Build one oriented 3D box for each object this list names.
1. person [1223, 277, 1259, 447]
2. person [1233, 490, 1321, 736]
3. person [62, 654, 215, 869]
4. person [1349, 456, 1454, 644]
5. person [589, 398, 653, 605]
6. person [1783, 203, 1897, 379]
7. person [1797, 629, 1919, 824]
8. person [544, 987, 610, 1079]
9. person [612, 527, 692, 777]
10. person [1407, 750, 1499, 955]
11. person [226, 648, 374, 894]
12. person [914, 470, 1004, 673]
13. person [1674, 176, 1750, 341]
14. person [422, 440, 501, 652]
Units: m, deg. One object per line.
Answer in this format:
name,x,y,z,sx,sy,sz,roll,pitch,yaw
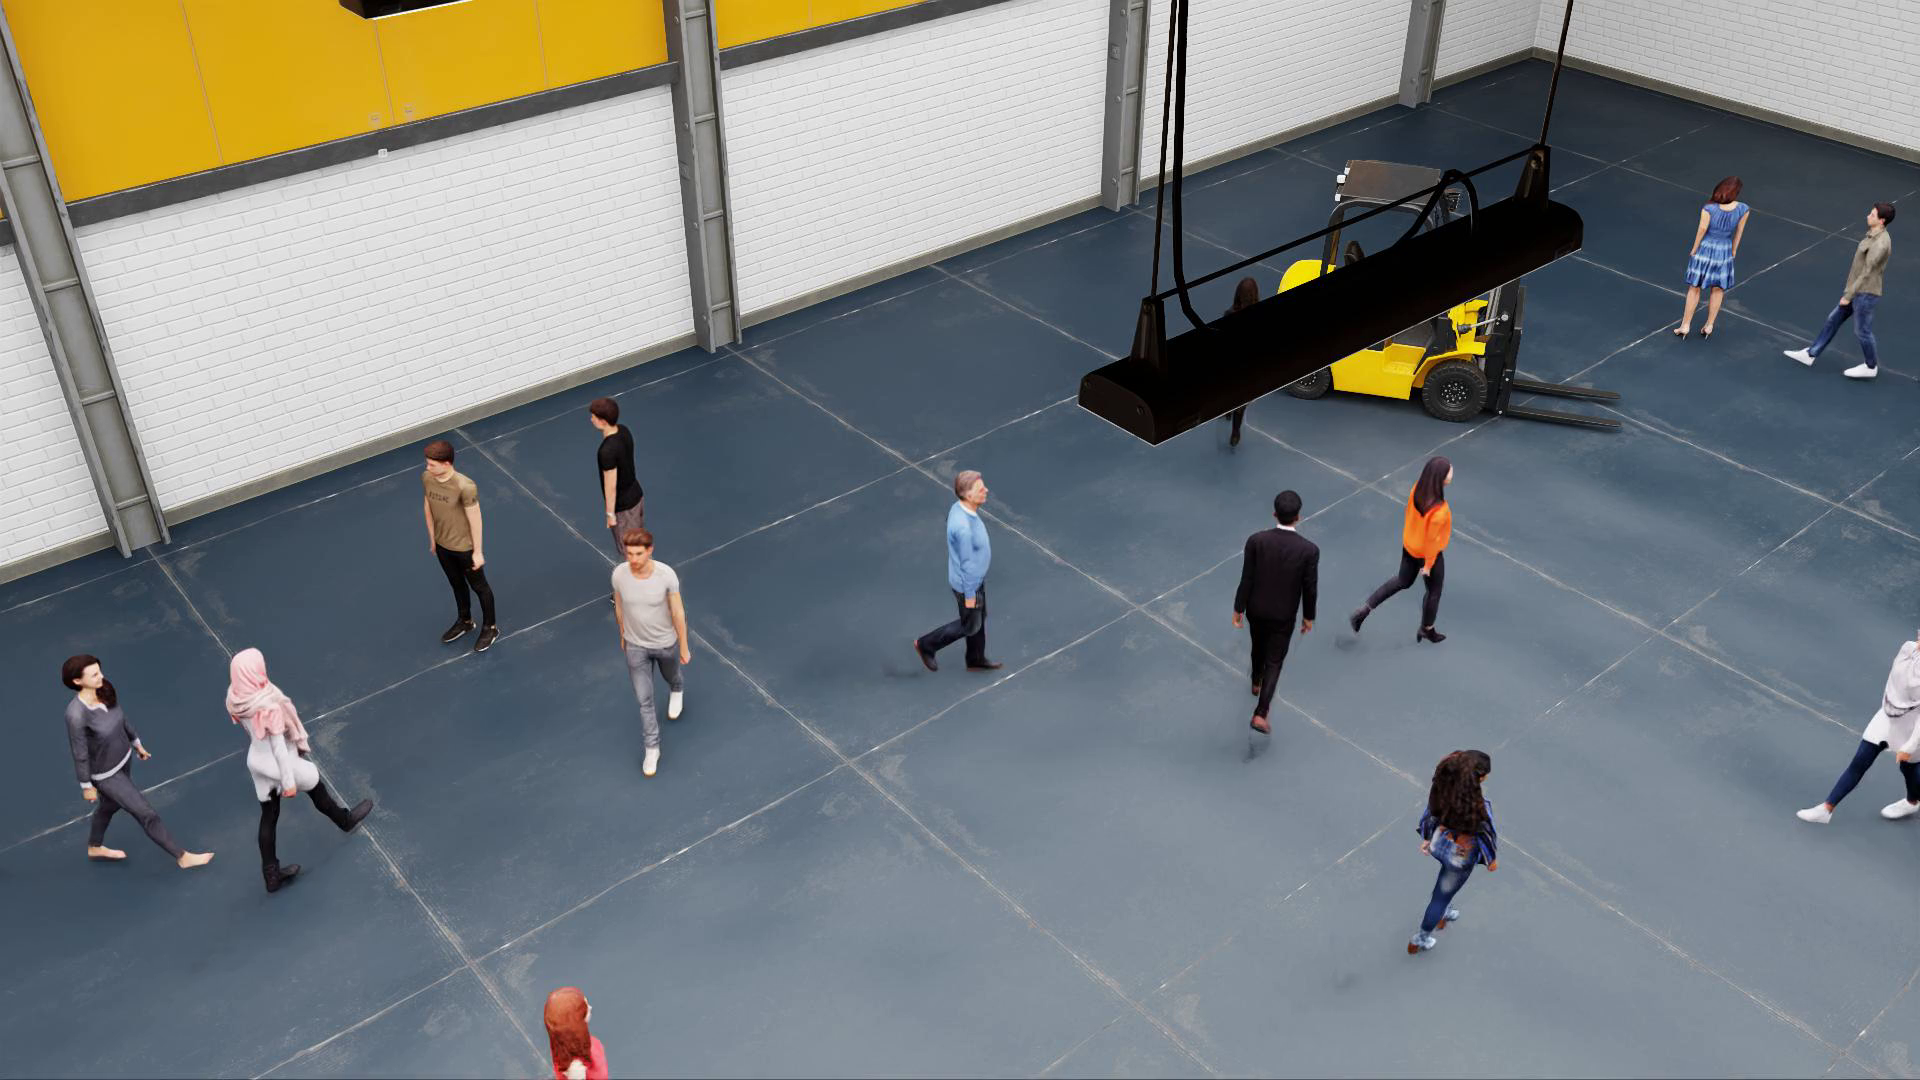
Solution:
person,2.634,-1.648,15.667,1.019,1.601,1.134,6,34,8
person,2.261,0.562,12.128,1.109,1.840,1.314,12,35,17
person,-5.623,1.487,10.846,1.194,1.718,1.052,-2,34,-2
person,3.510,0.102,12.923,1.139,1.726,0.921,-7,34,-10
person,-2.711,-0.327,13.450,0.784,1.856,0.720,3,34,4
person,9.147,-2.450,16.678,1.146,1.819,1.190,10,35,15
person,6.413,1.268,11.172,1.240,1.721,0.973,-8,34,-11
person,-1.996,3.001,8.496,1.181,1.797,0.876,-10,35,-15
person,-2.186,0.672,11.945,1.211,1.859,1.212,0,34,0
person,2.987,1.956,10.244,0.779,1.603,0.692,-17,37,-24
person,-4.485,1.528,10.744,0.919,1.762,1.209,17,37,24
person,-0.019,0.277,12.585,1.054,1.808,0.982,1,34,2
person,7.895,-2.954,17.448,0.741,1.806,0.808,2,34,3
person,-3.901,0.011,12.948,0.733,1.849,0.698,15,37,22
